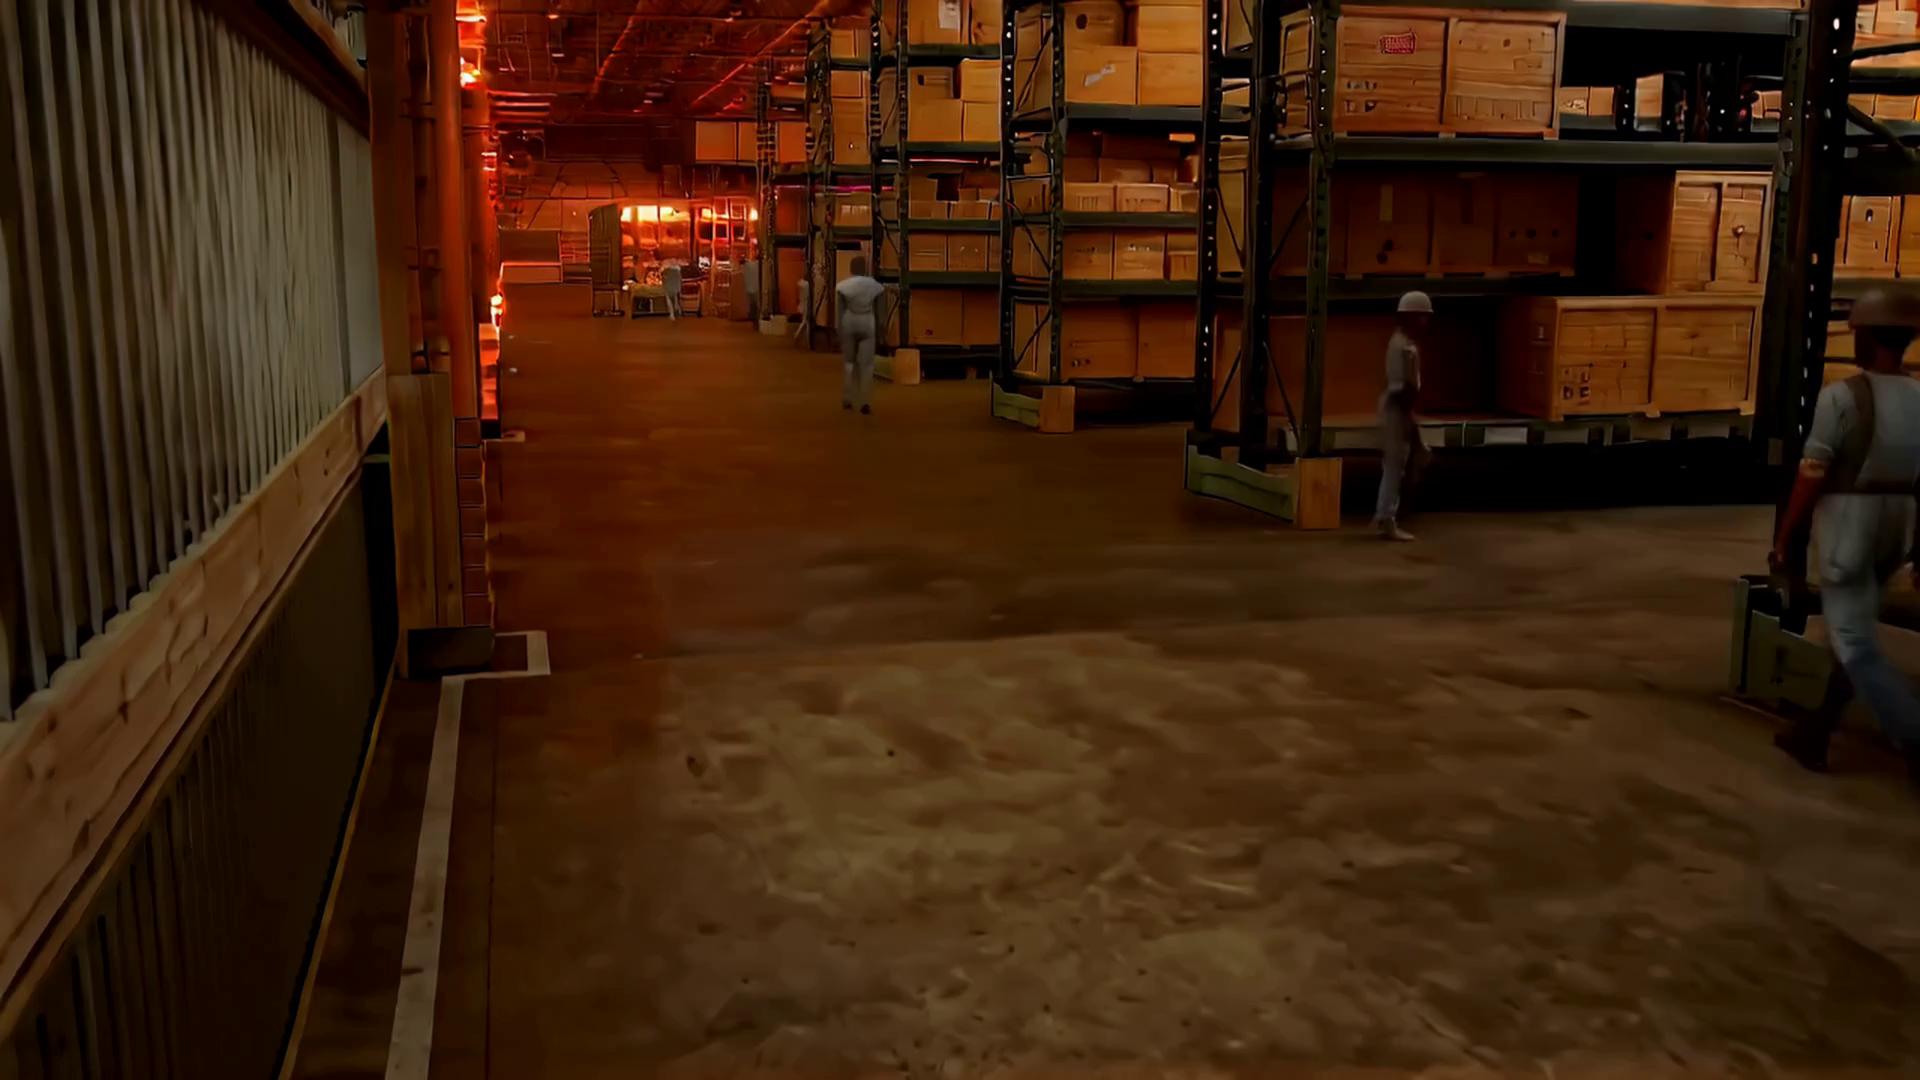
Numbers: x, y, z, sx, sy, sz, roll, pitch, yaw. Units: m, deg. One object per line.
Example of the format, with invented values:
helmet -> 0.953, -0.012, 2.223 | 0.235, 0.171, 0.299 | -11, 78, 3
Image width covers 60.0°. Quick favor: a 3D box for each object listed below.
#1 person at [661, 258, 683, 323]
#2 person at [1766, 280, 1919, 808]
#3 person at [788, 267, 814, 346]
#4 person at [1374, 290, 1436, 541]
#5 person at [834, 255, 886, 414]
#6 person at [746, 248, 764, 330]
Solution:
person -> -7.630, -6.585, 43.953 | 0.418, 1.709, 0.631 | 8, 13, 40
person -> 3.421, 0.001, 6.146 | 0.539, 1.910, 0.905 | -3, 10, -17
person -> -3.187, -4.687, 33.511 | 0.695, 1.612, 0.547 | -9, 13, -41
person -> 3.044, -0.843, 11.388 | 0.408, 1.724, 0.514 | 3, 10, 14
person -> -1.242, -2.520, 20.366 | 0.652, 1.911, 0.838 | -2, 10, -13
person -> -4.904, -6.103, 40.476 | 0.643, 1.974, 0.674 | 9, 14, 42
